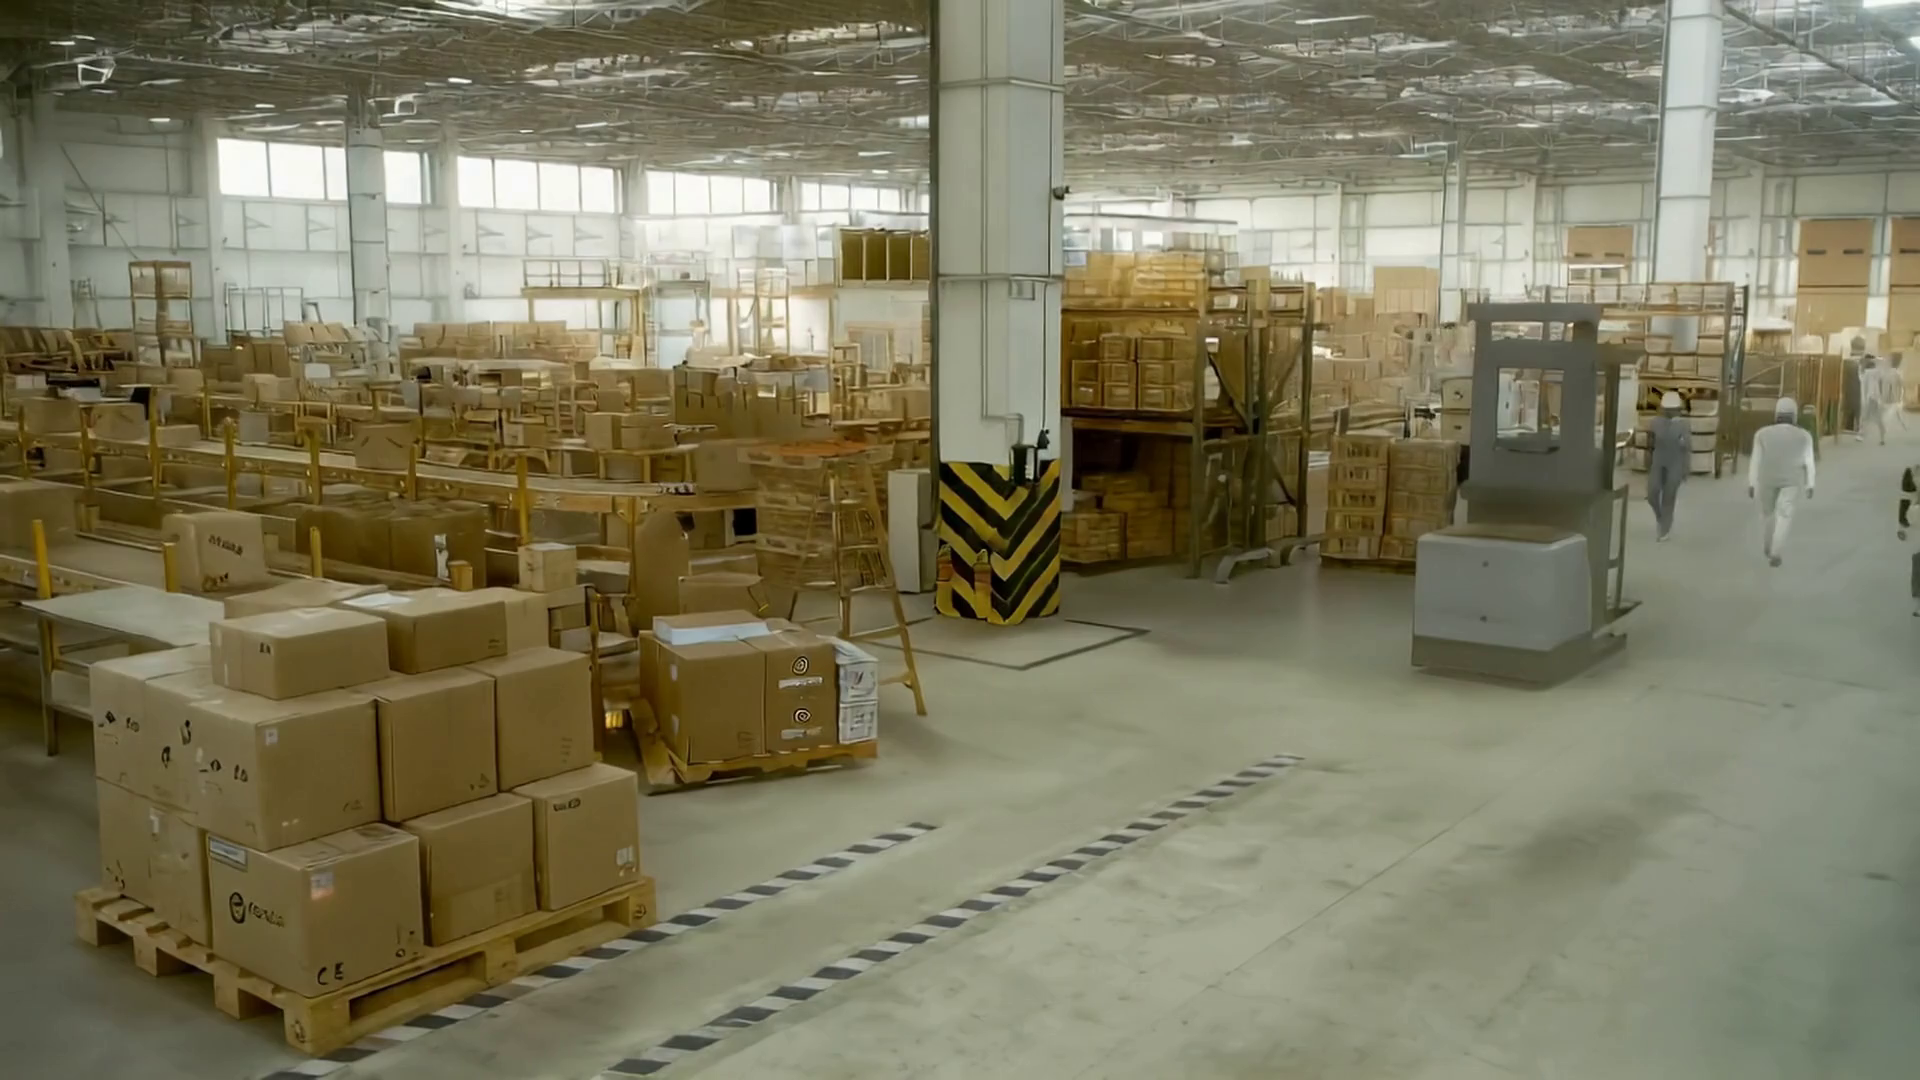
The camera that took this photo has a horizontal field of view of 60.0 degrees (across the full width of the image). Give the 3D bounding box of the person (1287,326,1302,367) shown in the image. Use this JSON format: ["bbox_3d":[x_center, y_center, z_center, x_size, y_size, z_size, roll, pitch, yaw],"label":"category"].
[{"bbox_3d":[12.135,-6.945,60.293,0.716,1.823,0.516,-3,9,-17],"label":"person"}]

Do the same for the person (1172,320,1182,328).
[{"bbox_3d":[8.958,-8.158,68.235,0.356,1.884,0.574,-8,11,-42],"label":"person"}]

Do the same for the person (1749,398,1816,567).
[{"bbox_3d":[8.814,-0.628,17.822,0.620,1.778,0.942,5,10,30],"label":"person"}]

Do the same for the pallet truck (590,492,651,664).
[{"bbox_3d":[-3.115,0.344,12.883,0.653,1.274,1.630,7,11,37],"label":"pallet truck"}]

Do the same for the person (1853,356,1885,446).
[{"bbox_3d":[17.431,-2.657,31.759,0.537,1.711,0.899,0,8,-2],"label":"person"}]

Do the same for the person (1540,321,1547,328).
[{"bbox_3d":[27.357,-9.620,77.955,0.656,1.914,0.836,-2,9,-14],"label":"person"}]

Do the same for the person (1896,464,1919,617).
[{"bbox_3d":[8.611,-0.122,14.747,0.552,1.675,0.554,5,10,29],"label":"person"}]

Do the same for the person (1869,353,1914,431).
[{"bbox_3d":[19.690,-3.129,35.101,0.870,1.652,0.530,7,11,38],"label":"person"}]

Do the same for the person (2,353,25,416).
[{"bbox_3d":[-19.490,-3.135,34.062,0.654,1.978,1.079,1,9,8],"label":"person"}]

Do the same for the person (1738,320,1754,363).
[{"bbox_3d":[32.648,-8.217,68.892,0.632,1.813,0.799,-6,11,-37],"label":"person"}]

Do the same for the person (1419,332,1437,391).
[{"bbox_3d":[12.999,-4.846,46.100,0.524,1.831,0.975,-6,10,-36],"label":"person"}]

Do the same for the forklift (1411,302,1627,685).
[{"bbox_3d":[4.379,-0.438,12.852,1.129,2.768,1.873,7,11,37],"label":"forklift"}]

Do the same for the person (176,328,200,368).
[{"bbox_3d":[-23.107,-5.399,49.768,0.632,1.845,1.042,-3,9,-20],"label":"person"}]

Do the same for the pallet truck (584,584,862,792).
[{"bbox_3d":[-1.426,0.805,10.019,1.601,1.201,0.680,-4,9,-26],"label":"pallet truck"}]

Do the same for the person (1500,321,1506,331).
[{"bbox_3d":[22.665,-8.282,69.549,0.294,1.744,0.484,0,8,3],"label":"person"}]

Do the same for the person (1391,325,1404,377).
[{"bbox_3d":[13.529,-5.685,51.424,0.378,1.927,0.542,-1,9,-8],"label":"person"}]

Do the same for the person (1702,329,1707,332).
[{"bbox_3d":[28.151,-7.400,63.429,0.646,1.788,0.963,2,9,10],"label":"person"}]

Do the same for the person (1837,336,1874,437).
[{"bbox_3d":[18.050,-3.096,33.584,0.536,2.000,0.683,-1,8,-4],"label":"person"}]

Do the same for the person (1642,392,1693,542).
[{"bbox_3d":[8.250,-0.855,19.419,0.551,1.753,0.363,8,12,43],"label":"person"}]

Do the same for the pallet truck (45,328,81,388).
[{"bbox_3d":[-23.775,-4.544,43.495,1.885,1.965,0.823,6,10,35],"label":"pallet truck"}]

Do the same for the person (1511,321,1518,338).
[{"bbox_3d":[26.336,-9.765,78.911,0.358,1.930,0.590,3,9,17],"label":"person"}]

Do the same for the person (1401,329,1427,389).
[{"bbox_3d":[13.738,-5.496,50.542,0.949,1.823,0.531,1,8,7],"label":"person"}]

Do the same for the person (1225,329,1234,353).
[{"bbox_3d":[7.474,-4.927,46.181,0.368,1.966,0.602,1,8,4],"label":"person"}]

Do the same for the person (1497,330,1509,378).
[{"bbox_3d":[13.940,-4.435,42.935,0.640,1.932,1.049,-4,9,-25],"label":"person"}]

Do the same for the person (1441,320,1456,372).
[{"bbox_3d":[18.114,-7.156,61.368,0.798,1.909,0.656,6,10,36],"label":"person"}]
